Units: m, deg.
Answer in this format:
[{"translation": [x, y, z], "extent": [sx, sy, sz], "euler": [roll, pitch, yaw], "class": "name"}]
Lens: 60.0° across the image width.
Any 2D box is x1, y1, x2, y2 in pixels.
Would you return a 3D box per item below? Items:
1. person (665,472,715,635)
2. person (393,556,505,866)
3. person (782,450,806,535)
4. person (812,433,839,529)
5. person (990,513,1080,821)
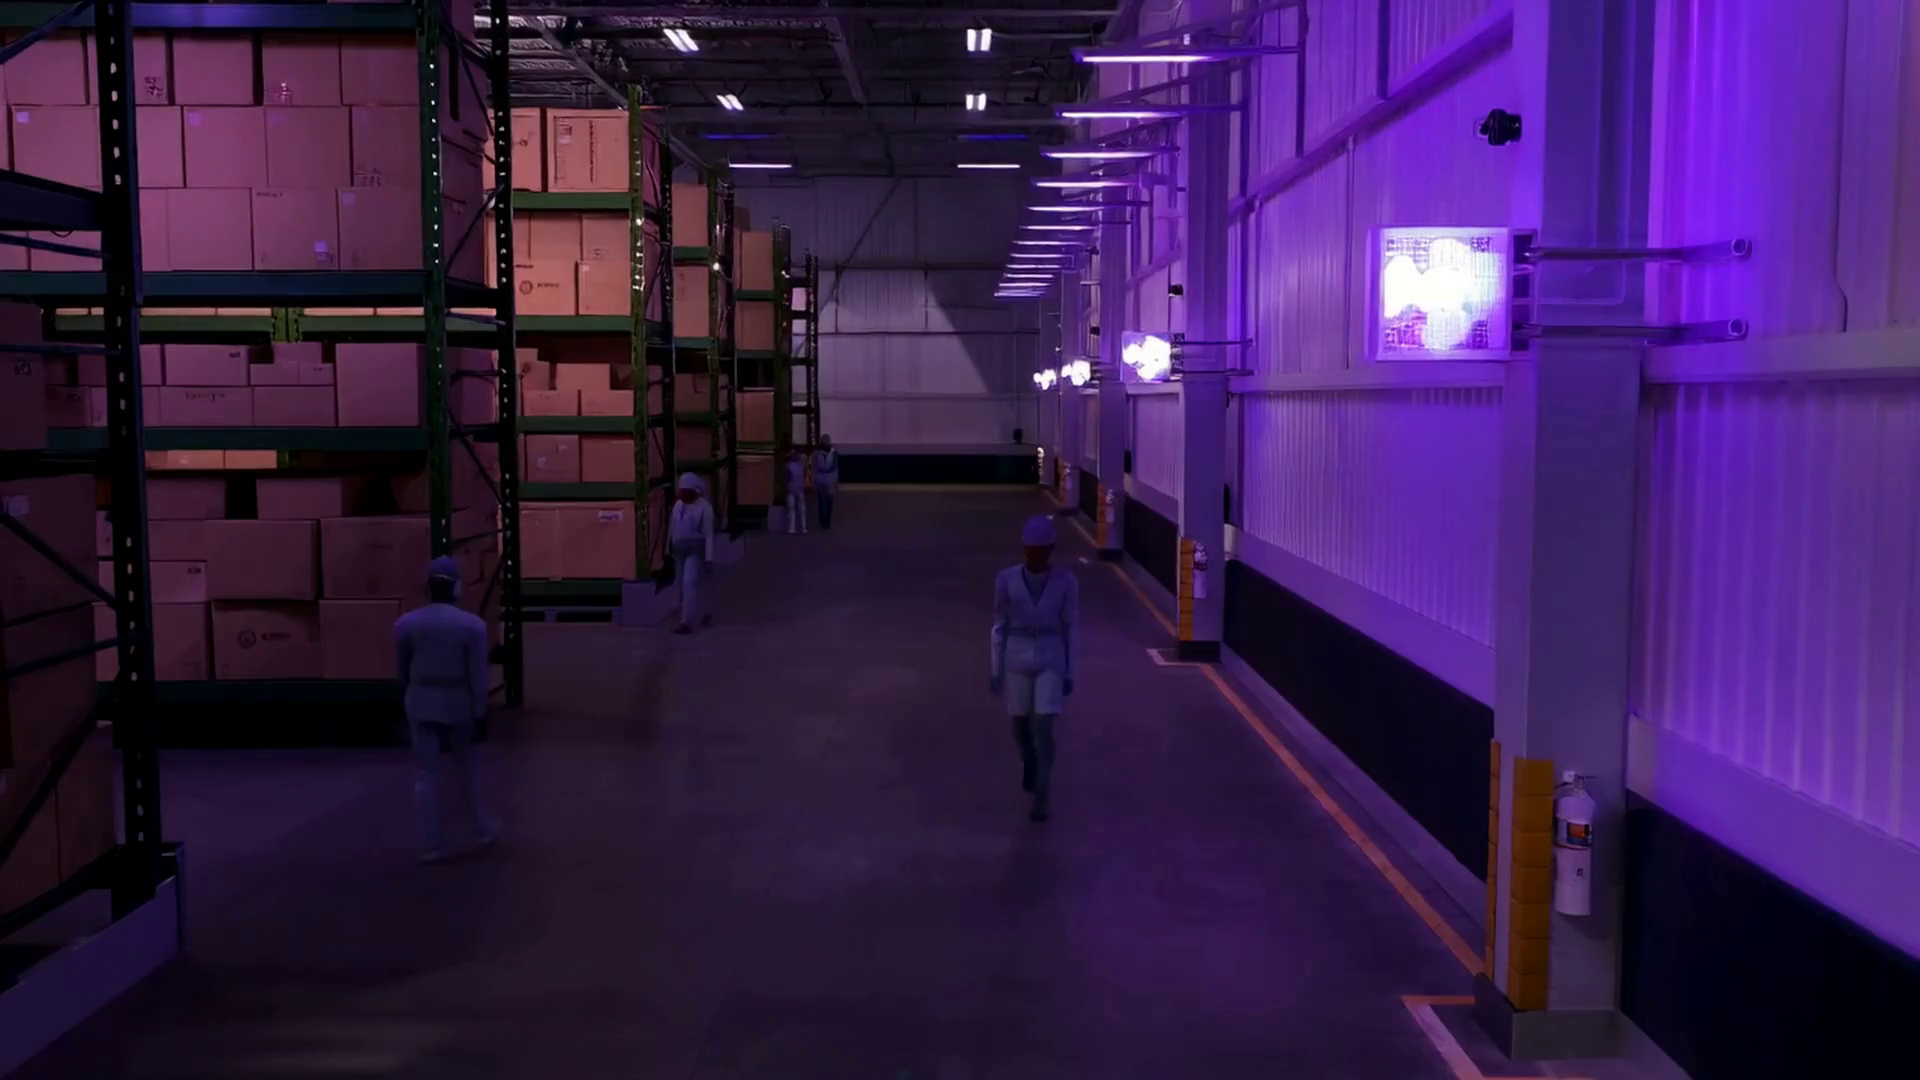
[{"translation": [-2.980, 0.134, 18.536], "extent": [0.599, 1.803, 0.719], "euler": [4, 6, 39], "class": "person"}, {"translation": [-2.929, 0.952, 9.529], "extent": [0.562, 1.710, 0.741], "euler": [0, 5, 2], "class": "person"}, {"translation": [-3.134, -0.900, 31.580], "extent": [0.520, 1.636, 0.313], "euler": [-5, 7, -44], "class": "person"}, {"translation": [-2.690, -1.184, 33.333], "extent": [0.546, 1.914, 0.724], "euler": [0, 5, -2], "class": "person"}, {"translation": [0.491, 0.767, 10.615], "extent": [0.549, 1.910, 0.858], "euler": [1, 5, 9], "class": "person"}]
